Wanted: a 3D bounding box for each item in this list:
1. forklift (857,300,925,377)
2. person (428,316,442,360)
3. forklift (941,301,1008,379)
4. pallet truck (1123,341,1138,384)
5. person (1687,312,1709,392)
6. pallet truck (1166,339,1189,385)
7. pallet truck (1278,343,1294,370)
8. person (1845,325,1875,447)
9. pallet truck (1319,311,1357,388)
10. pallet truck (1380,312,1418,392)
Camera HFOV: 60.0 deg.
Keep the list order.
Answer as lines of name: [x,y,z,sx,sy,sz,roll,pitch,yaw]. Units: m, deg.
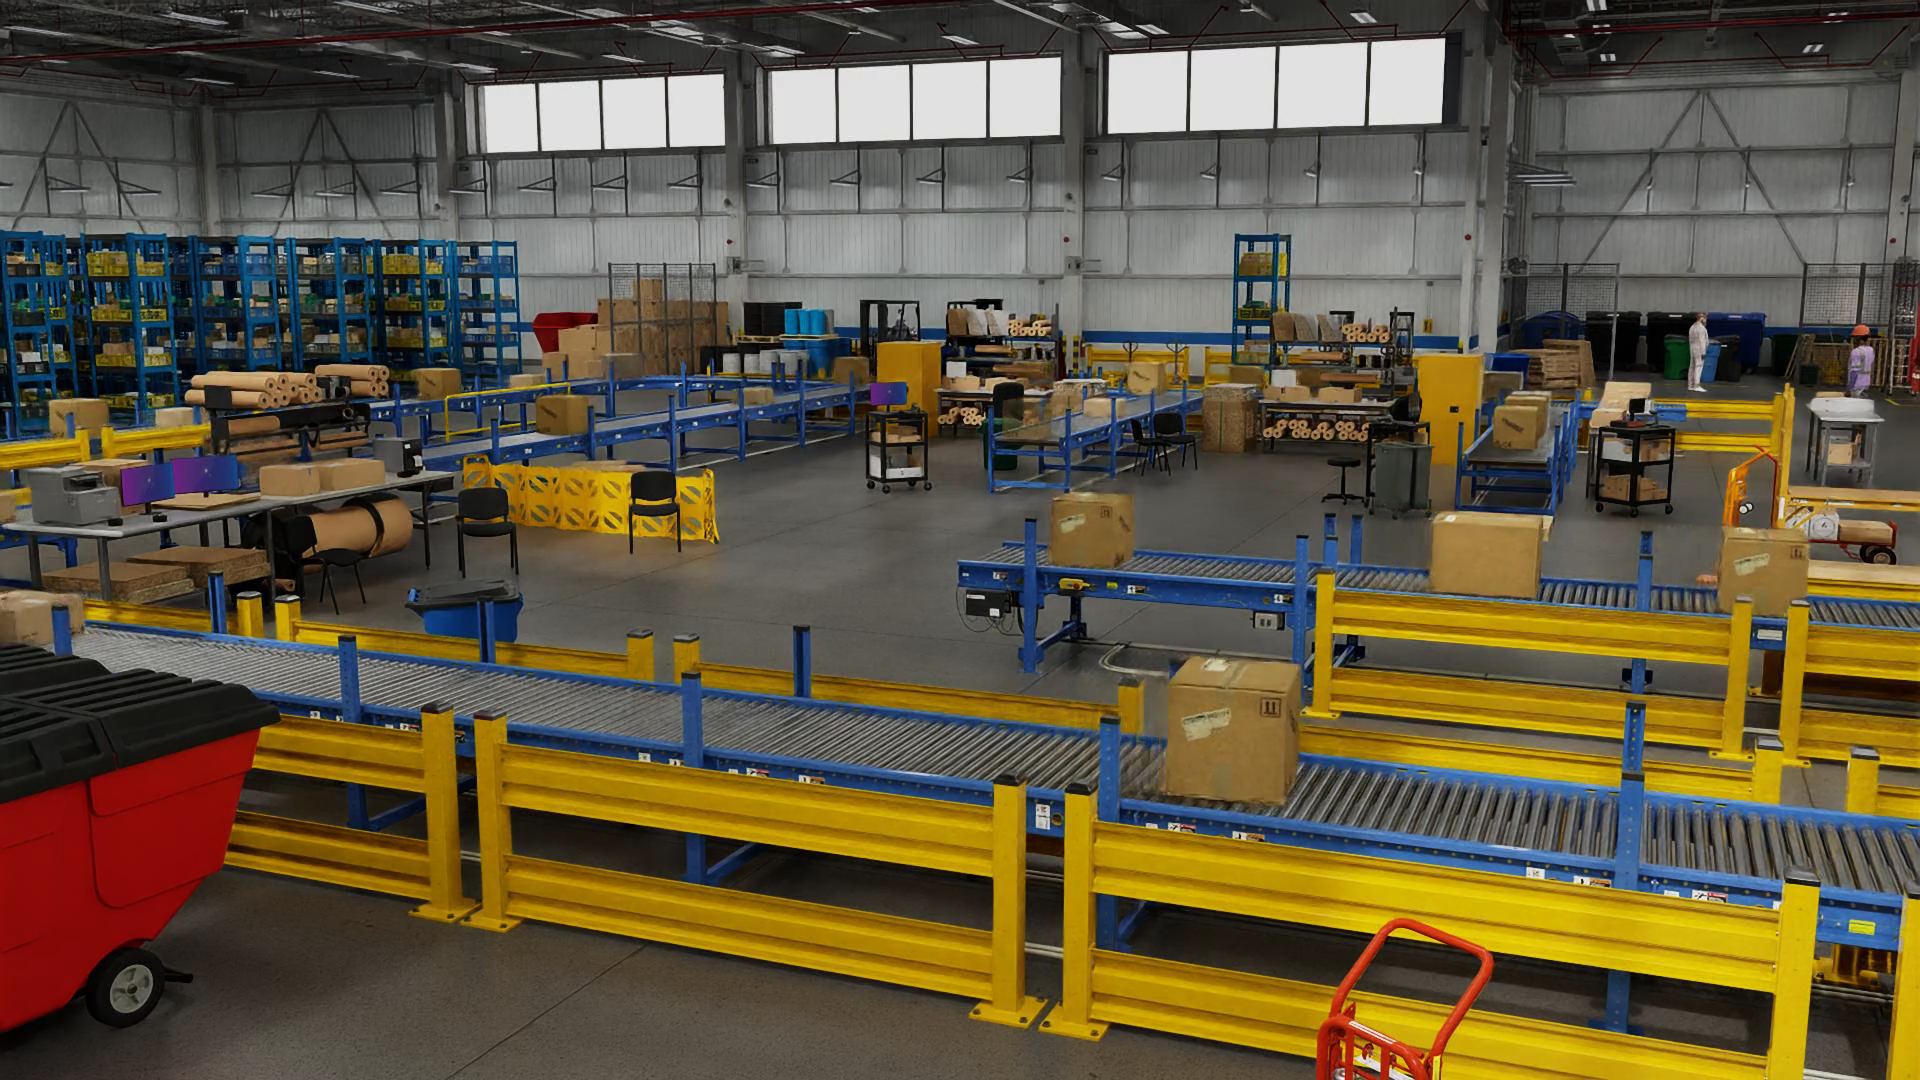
forklift: [-1.732,-5.109,42.468,1.157,1.987,2.680,4,10,22]
person: [-15.201,-5.807,48.105,0.393,1.836,0.561,1,9,7]
forklift: [0.365,-4.966,41.571,1.157,1.987,2.680,3,10,20]
pallet truck: [4.445,-4.380,41.279,0.680,1.201,1.601,4,10,22]
person: [17.870,-4.541,40.208,0.409,1.907,0.651,0,9,-2]
pallet truck: [5.418,-4.269,40.420,0.704,1.261,1.522,3,10,20]
pallet truck: [7.886,-4.163,39.743,0.653,1.274,1.630,4,10,22]
person: [15.069,-2.587,27.952,0.607,2.044,0.379,-7,12,-38]
pallet truck: [9.071,-4.419,39.190,0.823,1.965,1.885,5,10,26]
pallet truck: [10.207,-4.283,38.369,0.823,1.965,1.885,3,10,20]
